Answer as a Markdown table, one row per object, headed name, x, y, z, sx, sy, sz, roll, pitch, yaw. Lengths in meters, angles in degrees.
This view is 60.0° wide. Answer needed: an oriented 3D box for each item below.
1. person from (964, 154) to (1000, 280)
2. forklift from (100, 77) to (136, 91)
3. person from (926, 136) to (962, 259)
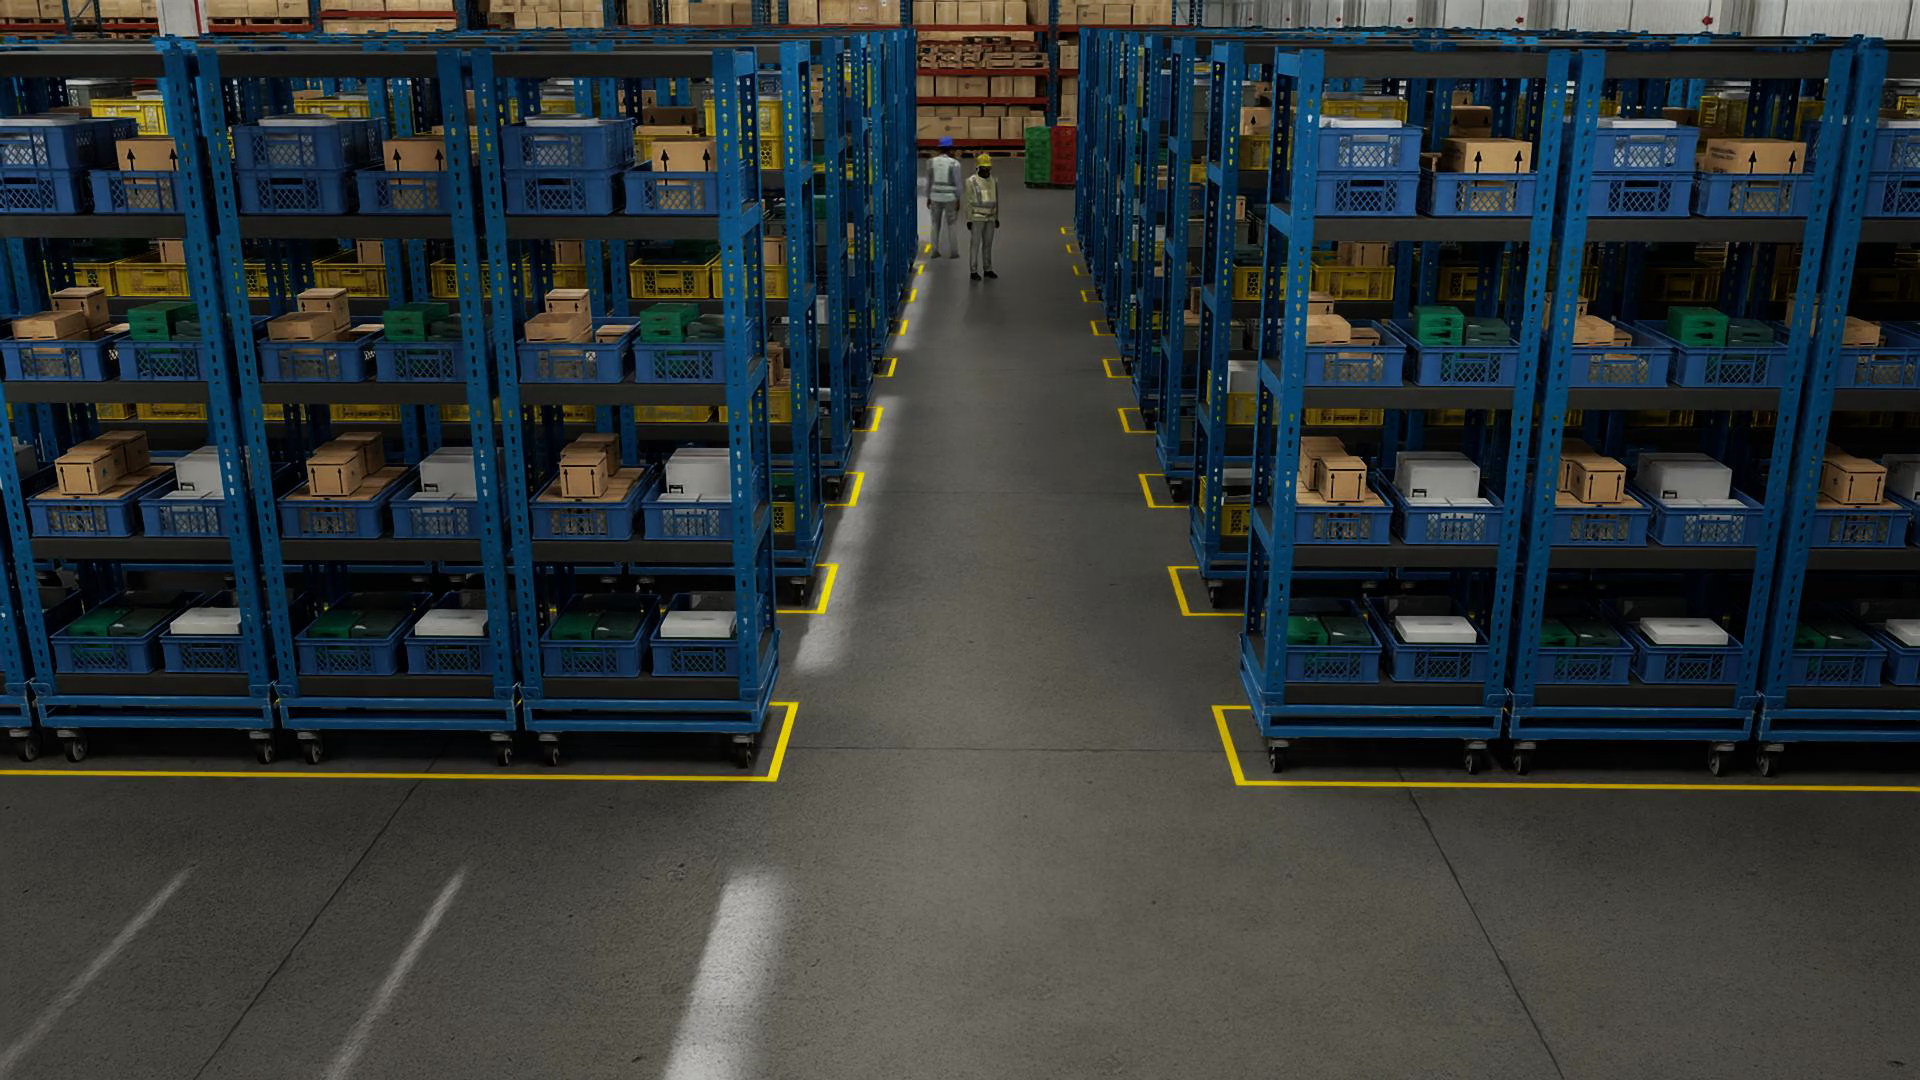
| name | x | y | z | sx | sy | sz | roll | pitch | yaw |
| --- | --- | --- | --- | --- | --- | --- | --- | --- | --- |
| person | 0.345 | -4.770 | 24.561 | 0.600 | 1.831 | 0.404 | -13 | 21 | -35 |
| forklift | -24.966 | -13.120 | 49.453 | 1.129 | 2.768 | 1.873 | -16 | 23 | -41 |
| person | -0.249 | -5.491 | 26.687 | 0.623 | 1.938 | 0.417 | 6 | 18 | 19 |
